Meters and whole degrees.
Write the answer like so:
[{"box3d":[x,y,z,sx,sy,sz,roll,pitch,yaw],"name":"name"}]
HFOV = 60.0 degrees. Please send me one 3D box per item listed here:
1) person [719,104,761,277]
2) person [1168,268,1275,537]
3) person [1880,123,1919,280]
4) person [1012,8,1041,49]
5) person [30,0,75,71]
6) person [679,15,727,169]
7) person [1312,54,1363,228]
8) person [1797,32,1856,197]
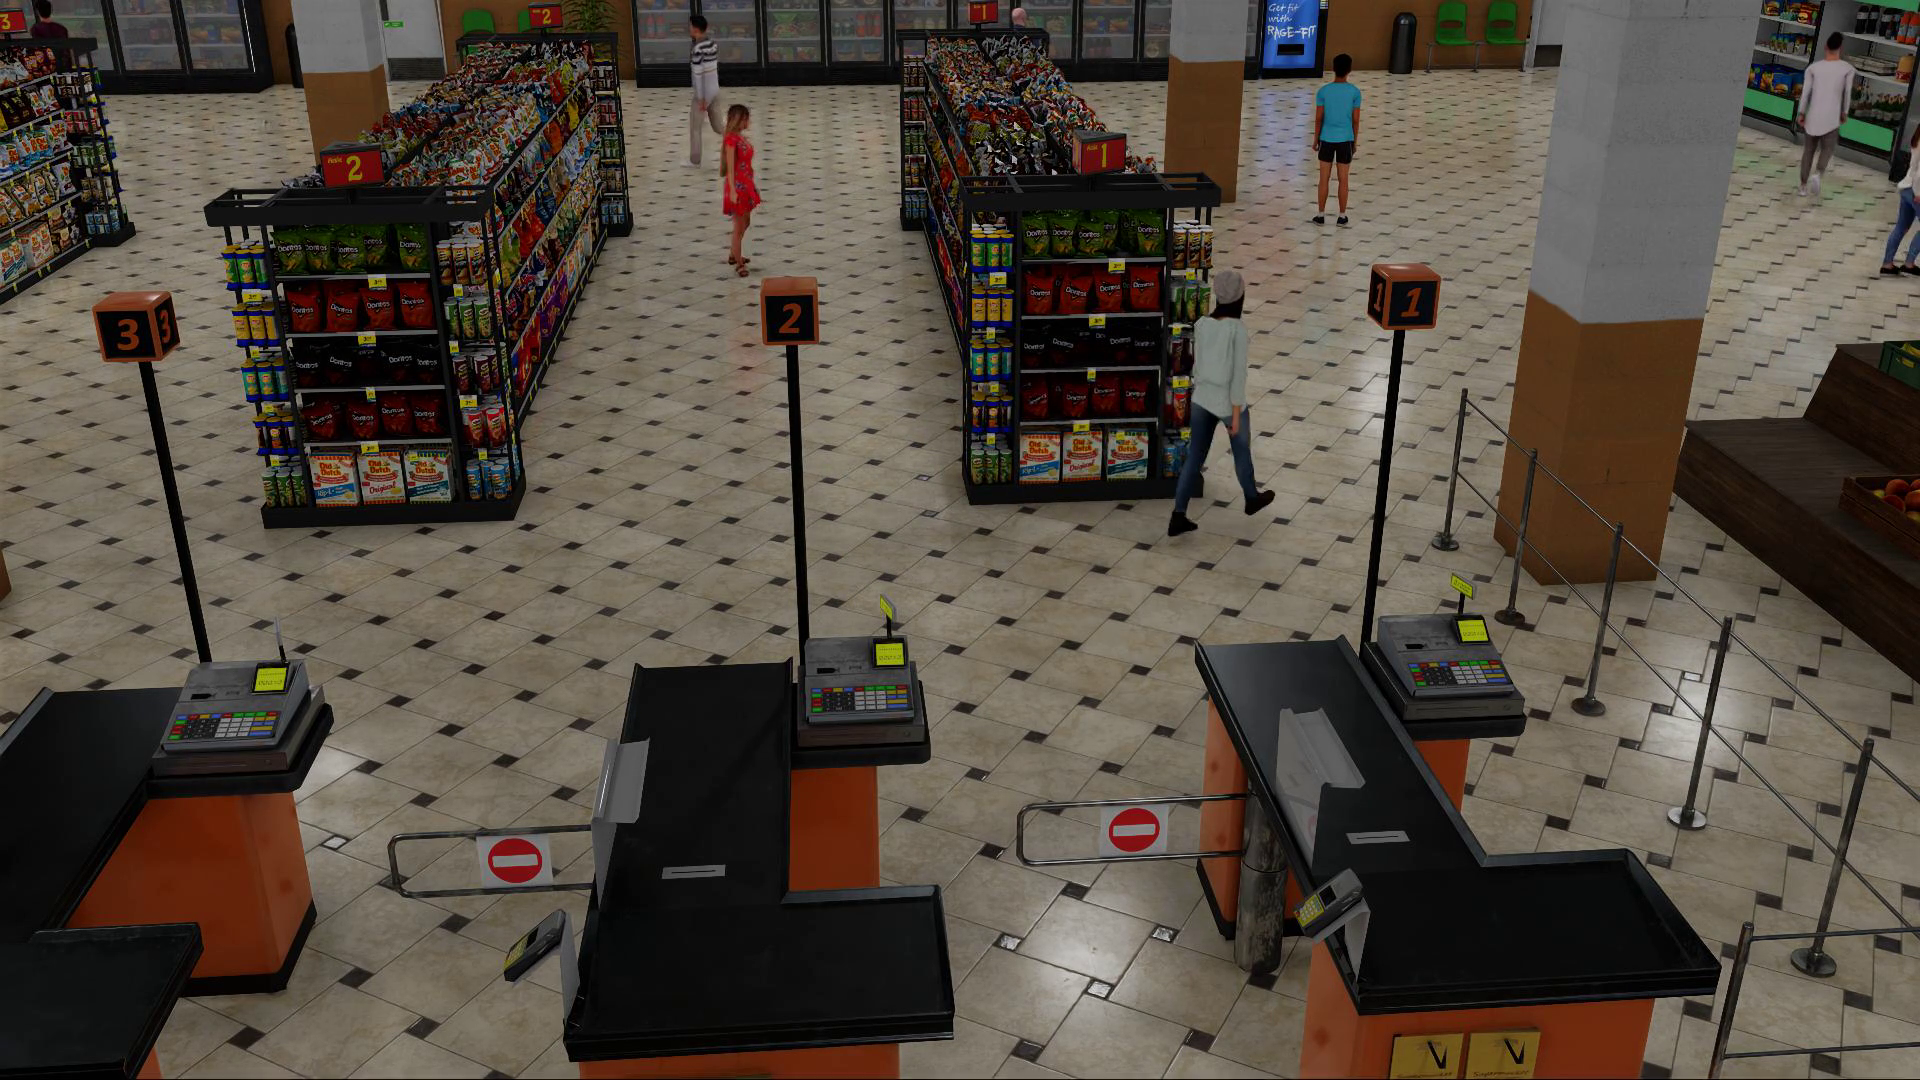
[{"box3d":[-2.118,-3.296,15.724,0.813,1.567,0.674,13,27,27],"name":"person"},{"box3d":[1.484,-0.775,9.926,1.099,1.598,1.110,-21,31,-39],"name":"person"},{"box3d":[8.850,-3.268,15.519,0.803,1.681,0.700,7,25,15],"name":"person"},{"box3d":[0.761,-5.812,21.151,0.777,1.826,0.698,5,24,11],"name":"person"},{"box3d":[-11.898,-6.159,21.931,0.999,1.836,0.973,13,27,28],"name":"person"},{"box3d":[-3.009,-5.416,20.228,1.118,1.841,1.184,11,26,24],"name":"person"},{"box3d":[3.975,-4.213,17.557,0.669,1.777,0.615,4,24,10],"name":"person"},{"box3d":[9.745,-4.773,18.775,0.931,1.827,1.028,12,26,25],"name":"person"}]
